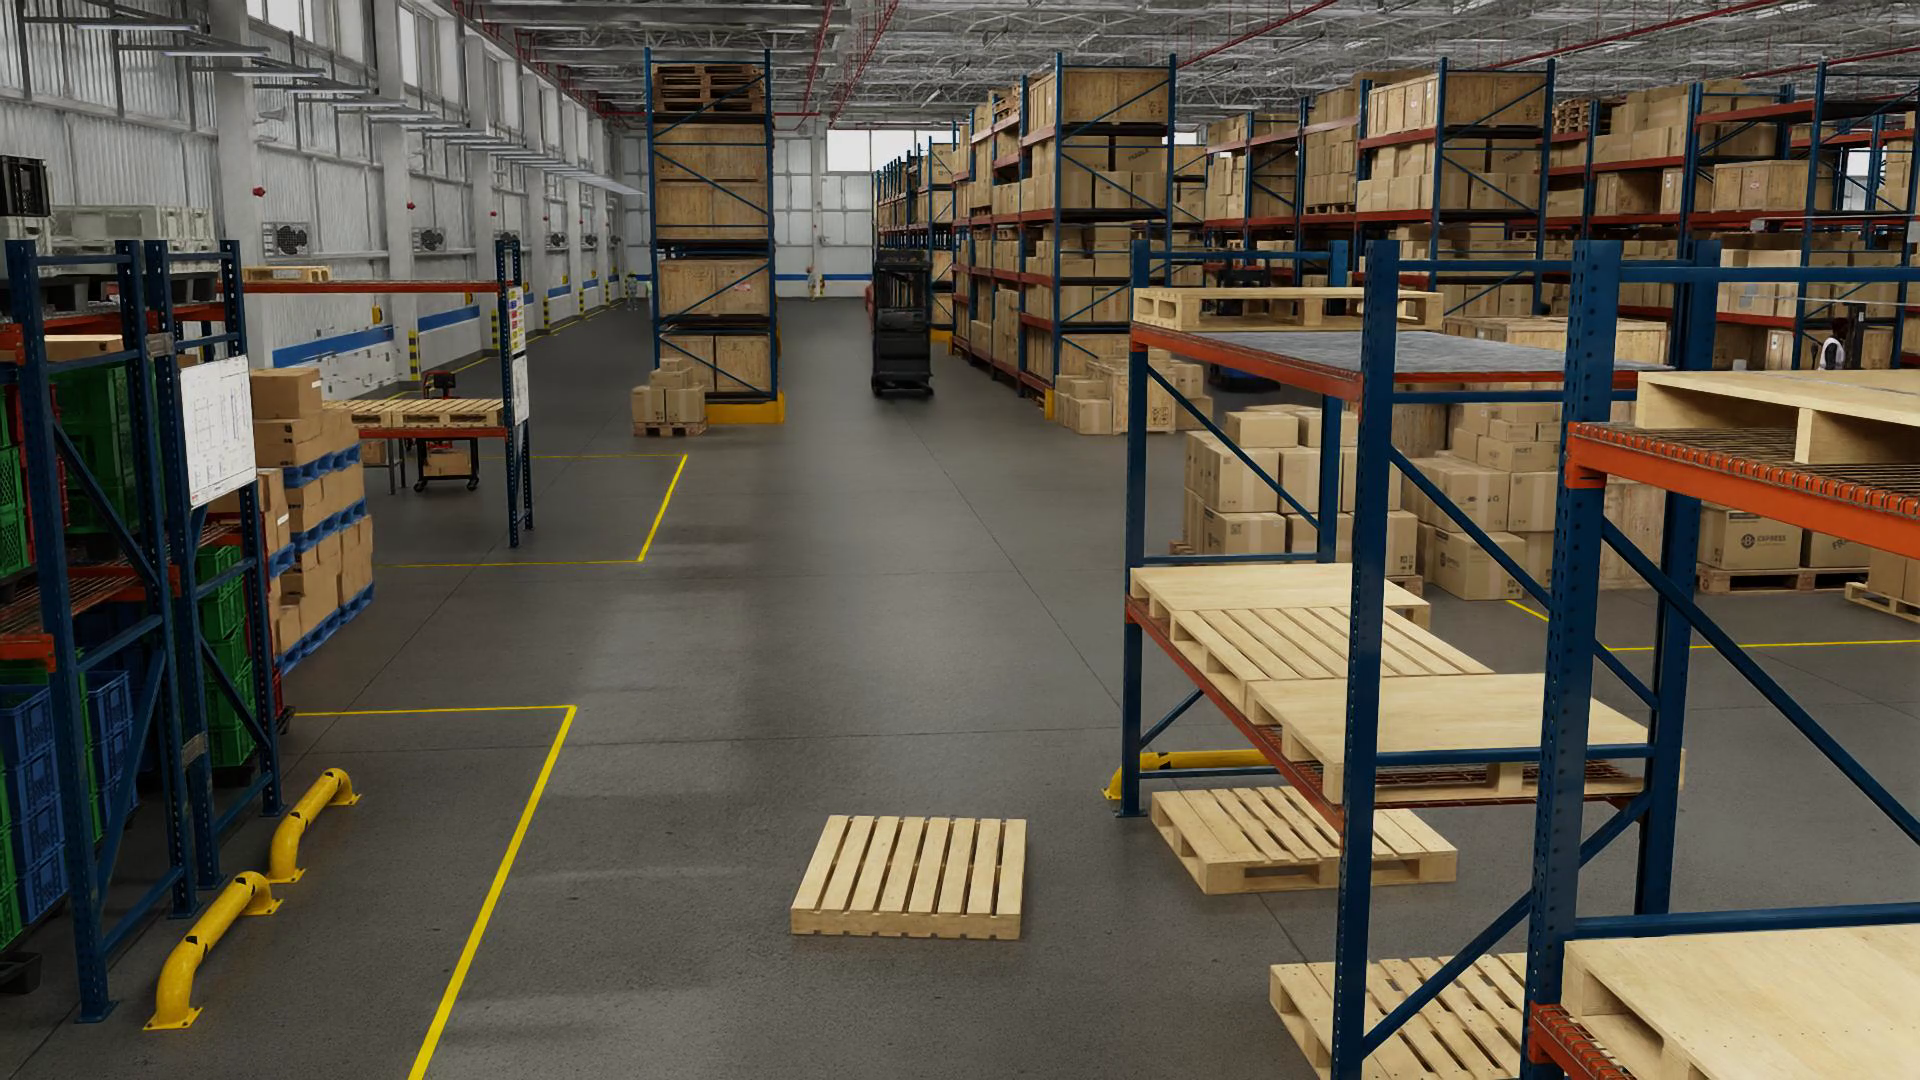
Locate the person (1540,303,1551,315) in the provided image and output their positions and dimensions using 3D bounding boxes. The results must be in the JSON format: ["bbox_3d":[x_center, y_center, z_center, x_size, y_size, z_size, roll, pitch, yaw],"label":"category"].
[{"bbox_3d":[11.576,-3.816,33.099,0.651,1.797,0.971,-1,10,-7],"label":"person"}]

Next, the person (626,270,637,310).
[{"bbox_3d":[-14.189,-10.798,71.951,0.483,1.735,0.341,-7,12,-33],"label":"person"}]

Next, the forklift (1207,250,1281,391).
[{"bbox_3d":[5.788,-4.456,33.623,1.129,2.768,1.873,-1,10,-5],"label":"forklift"}]

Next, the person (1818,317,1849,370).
[{"bbox_3d":[12.814,-2.323,24.506,0.387,1.911,0.592,6,12,31],"label":"person"}]

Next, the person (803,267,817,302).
[{"bbox_3d":[-7.403,-12.584,81.960,0.754,1.697,0.589,-4,11,-22],"label":"person"}]

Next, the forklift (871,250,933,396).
[{"bbox_3d":[-1.178,-4.305,32.788,1.129,2.768,1.873,-1,10,-6],"label":"forklift"}]

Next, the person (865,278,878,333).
[{"bbox_3d":[-2.720,-7.580,53.796,0.668,1.848,1.035,-2,10,-12],"label":"person"}]

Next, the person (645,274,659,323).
[{"bbox_3d":[-11.266,-8.884,61.188,0.587,1.791,0.989,-3,11,-14],"label":"person"}]

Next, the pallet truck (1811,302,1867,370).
[{"bbox_3d":[15.846,-3.142,28.793,1.885,1.965,0.823,2,10,12],"label":"pallet truck"}]
